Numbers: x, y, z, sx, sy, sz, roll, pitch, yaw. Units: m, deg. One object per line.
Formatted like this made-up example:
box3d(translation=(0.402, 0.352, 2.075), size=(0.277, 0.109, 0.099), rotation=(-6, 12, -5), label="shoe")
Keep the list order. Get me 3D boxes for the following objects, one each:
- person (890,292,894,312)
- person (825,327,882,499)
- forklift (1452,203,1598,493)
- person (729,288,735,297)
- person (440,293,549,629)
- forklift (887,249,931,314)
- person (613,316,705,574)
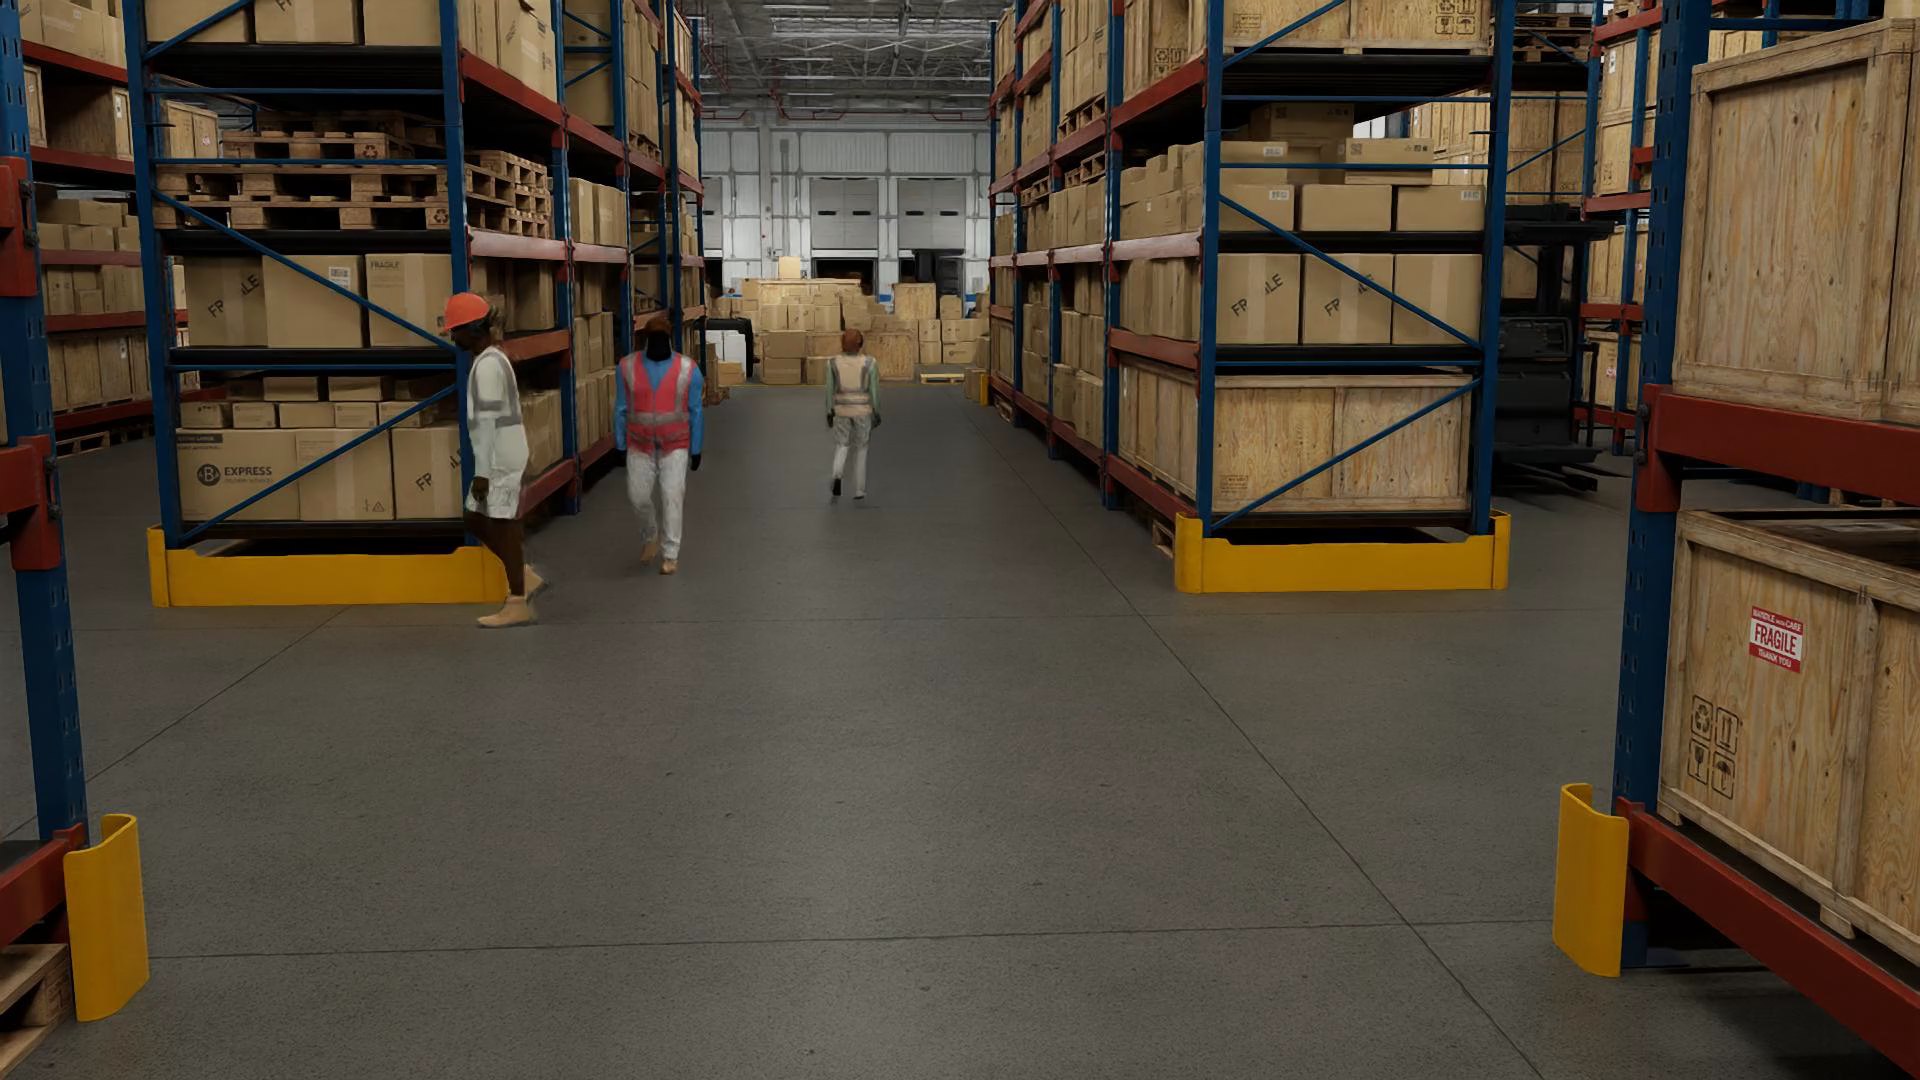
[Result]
box3d(translation=(-2.065, -7.836, 56.761), size=(0.892, 1.845, 0.594), rotation=(1, 9, 6), label="person")
box3d(translation=(-1.010, -1.185, 15.704), size=(0.527, 1.630, 0.392), rotation=(2, 9, 11), label="person")
box3d(translation=(5.506, -1.963, 16.653), size=(1.129, 2.768, 1.873), rotation=(-1, 9, -4), label="forklift")
box3d(translation=(-9.034, -9.241, 66.254), size=(0.432, 1.623, 0.538), rotation=(-2, 9, -13), label="person")
box3d(translation=(-2.823, -0.465, 9.963), size=(0.494, 2.011, 0.684), rotation=(-3, 10, -20), label="person")
box3d(translation=(-1.021, -6.480, 45.020), size=(1.873, 2.768, 1.129), rotation=(-2, 9, -12), label="forklift")
box3d(translation=(-2.137, -0.669, 11.820), size=(0.652, 1.830, 0.438), rotation=(-1, 9, -3), label="person")
